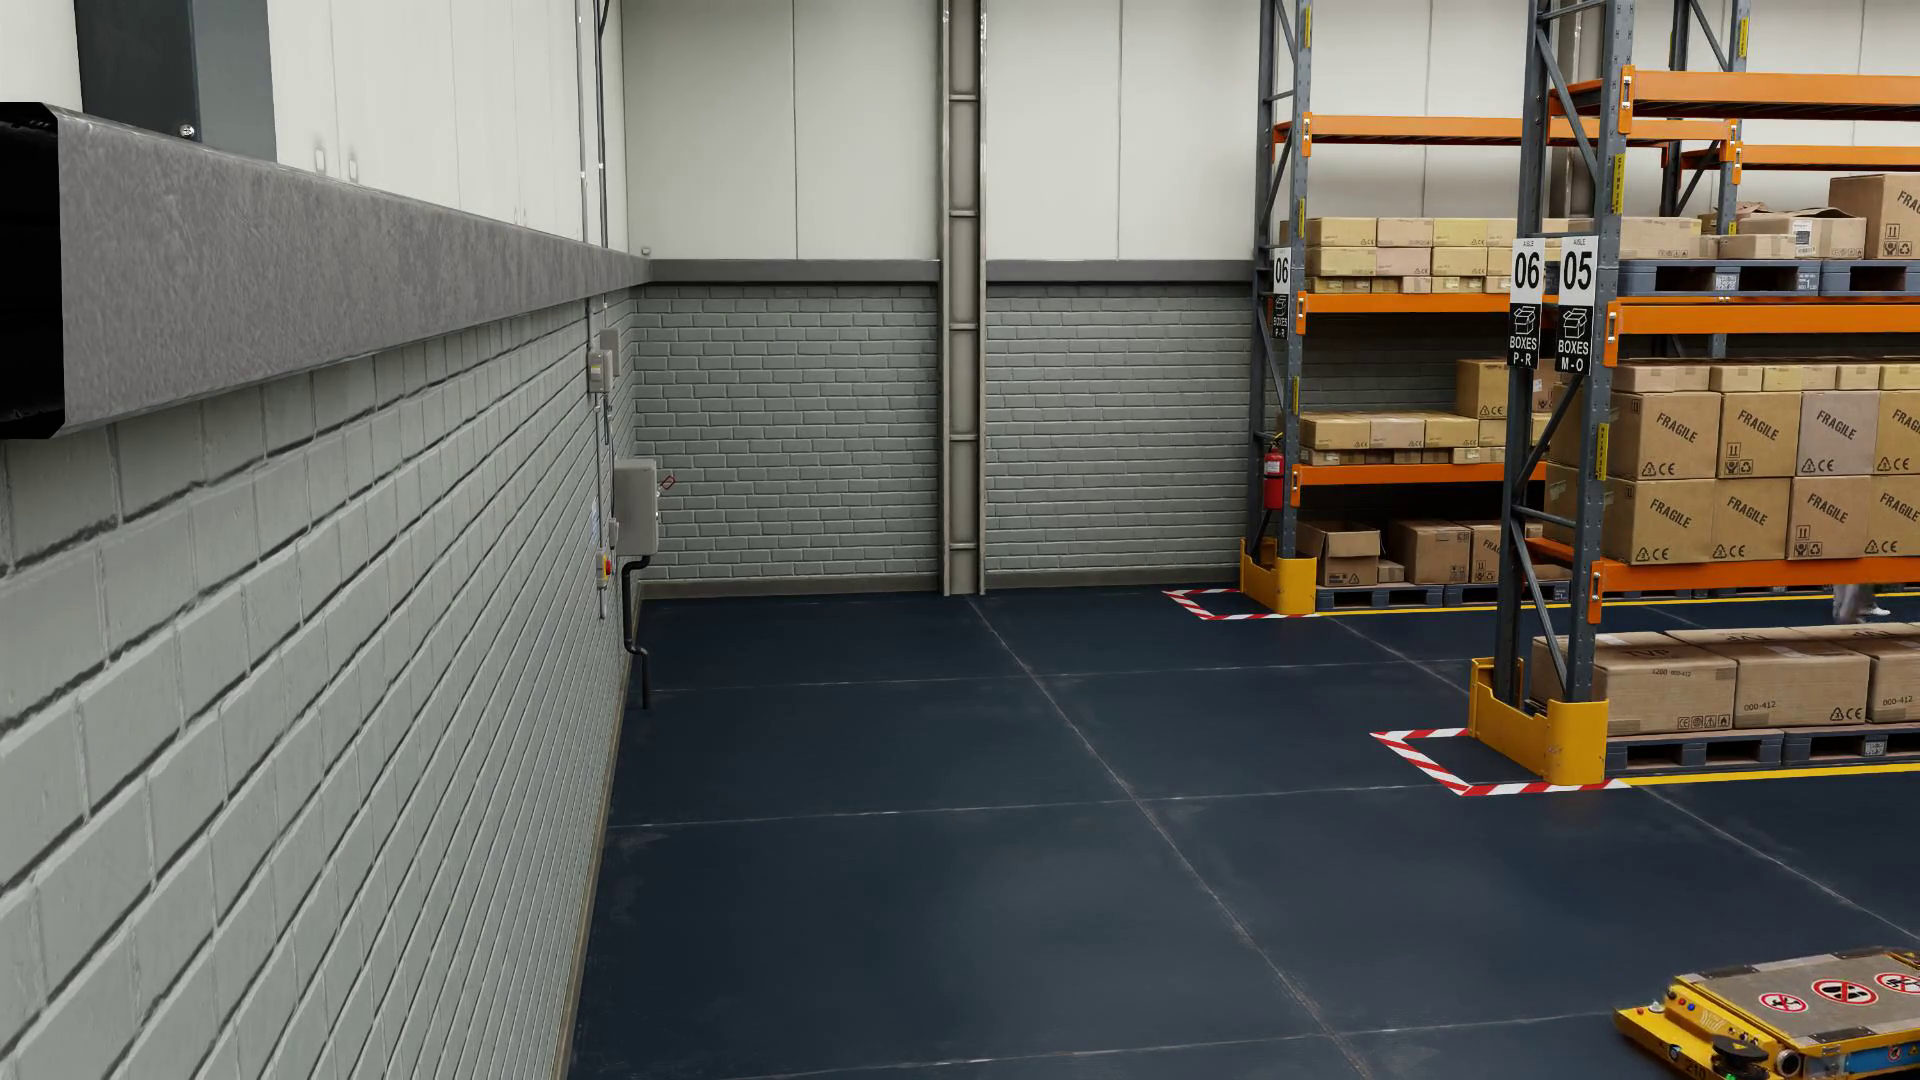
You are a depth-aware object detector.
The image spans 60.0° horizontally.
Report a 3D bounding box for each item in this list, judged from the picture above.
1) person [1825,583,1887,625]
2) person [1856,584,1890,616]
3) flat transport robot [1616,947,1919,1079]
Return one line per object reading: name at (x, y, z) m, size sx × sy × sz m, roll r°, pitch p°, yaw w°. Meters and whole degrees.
person at (6.466, 0.178, 11.966) m, size 0.463 × 1.859 × 0.507 m, roll -1°, pitch 9°, yaw -8°
person at (8.054, -0.290, 14.673) m, size 0.401 × 1.918 × 0.580 m, roll -2°, pitch 9°, yaw -12°
flat transport robot at (3.372, 1.860, 6.466) m, size 1.431 × 0.197 × 0.652 m, roll -3°, pitch 10°, yaw -17°
